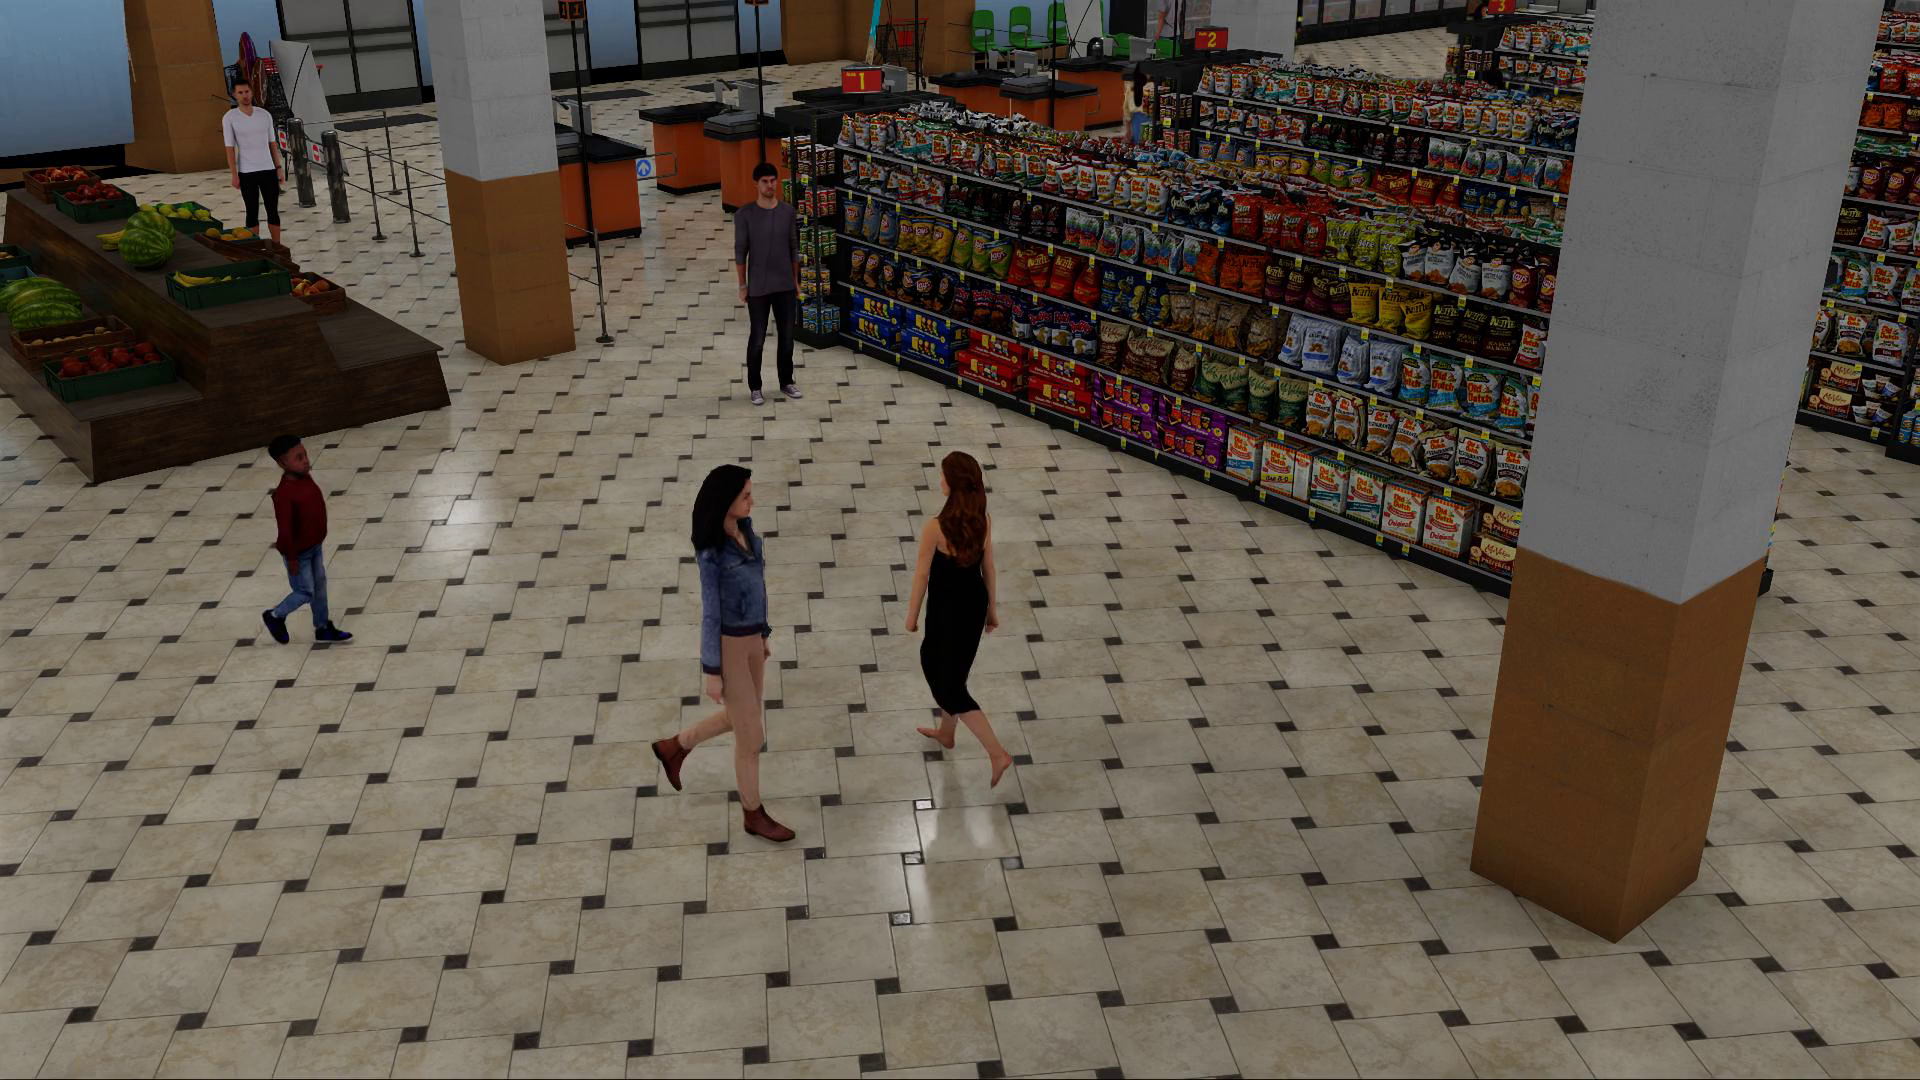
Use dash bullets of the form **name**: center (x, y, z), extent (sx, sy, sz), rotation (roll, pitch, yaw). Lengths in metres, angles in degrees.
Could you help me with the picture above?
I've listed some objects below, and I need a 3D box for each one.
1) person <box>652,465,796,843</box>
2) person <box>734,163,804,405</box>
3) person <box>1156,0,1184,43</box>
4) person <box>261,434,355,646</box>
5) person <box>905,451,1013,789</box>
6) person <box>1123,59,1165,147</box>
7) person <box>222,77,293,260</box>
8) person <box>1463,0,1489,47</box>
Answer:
- **person**: center (-1.070, 0.501, 7.339), extent (1.094, 1.751, 0.930), rotation (10, 25, 21)
- **person**: center (-1.482, -2.003, 12.933), extent (0.714, 1.853, 0.614), rotation (-12, 26, -26)
- **person**: center (3.505, -8.553, 27.856), extent (0.657, 1.890, 0.545), rotation (-19, 30, -36)
- **person**: center (-3.651, 0.018, 9.074), extent (0.771, 1.244, 0.708), rotation (3, 24, 6)
- **person**: center (0.029, 0.398, 7.766), extent (0.562, 1.597, 0.994), rotation (-19, 30, -36)
- **person**: center (2.148, -4.833, 19.724), extent (1.029, 1.594, 0.795), rotation (19, 30, 37)
- **person**: center (-7.197, -3.783, 17.005), extent (0.667, 1.851, 0.528), rotation (-19, 30, -36)
- **person**: center (7.924, -7.453, 25.693), extent (0.829, 1.609, 0.929), rotation (-4, 24, -10)
